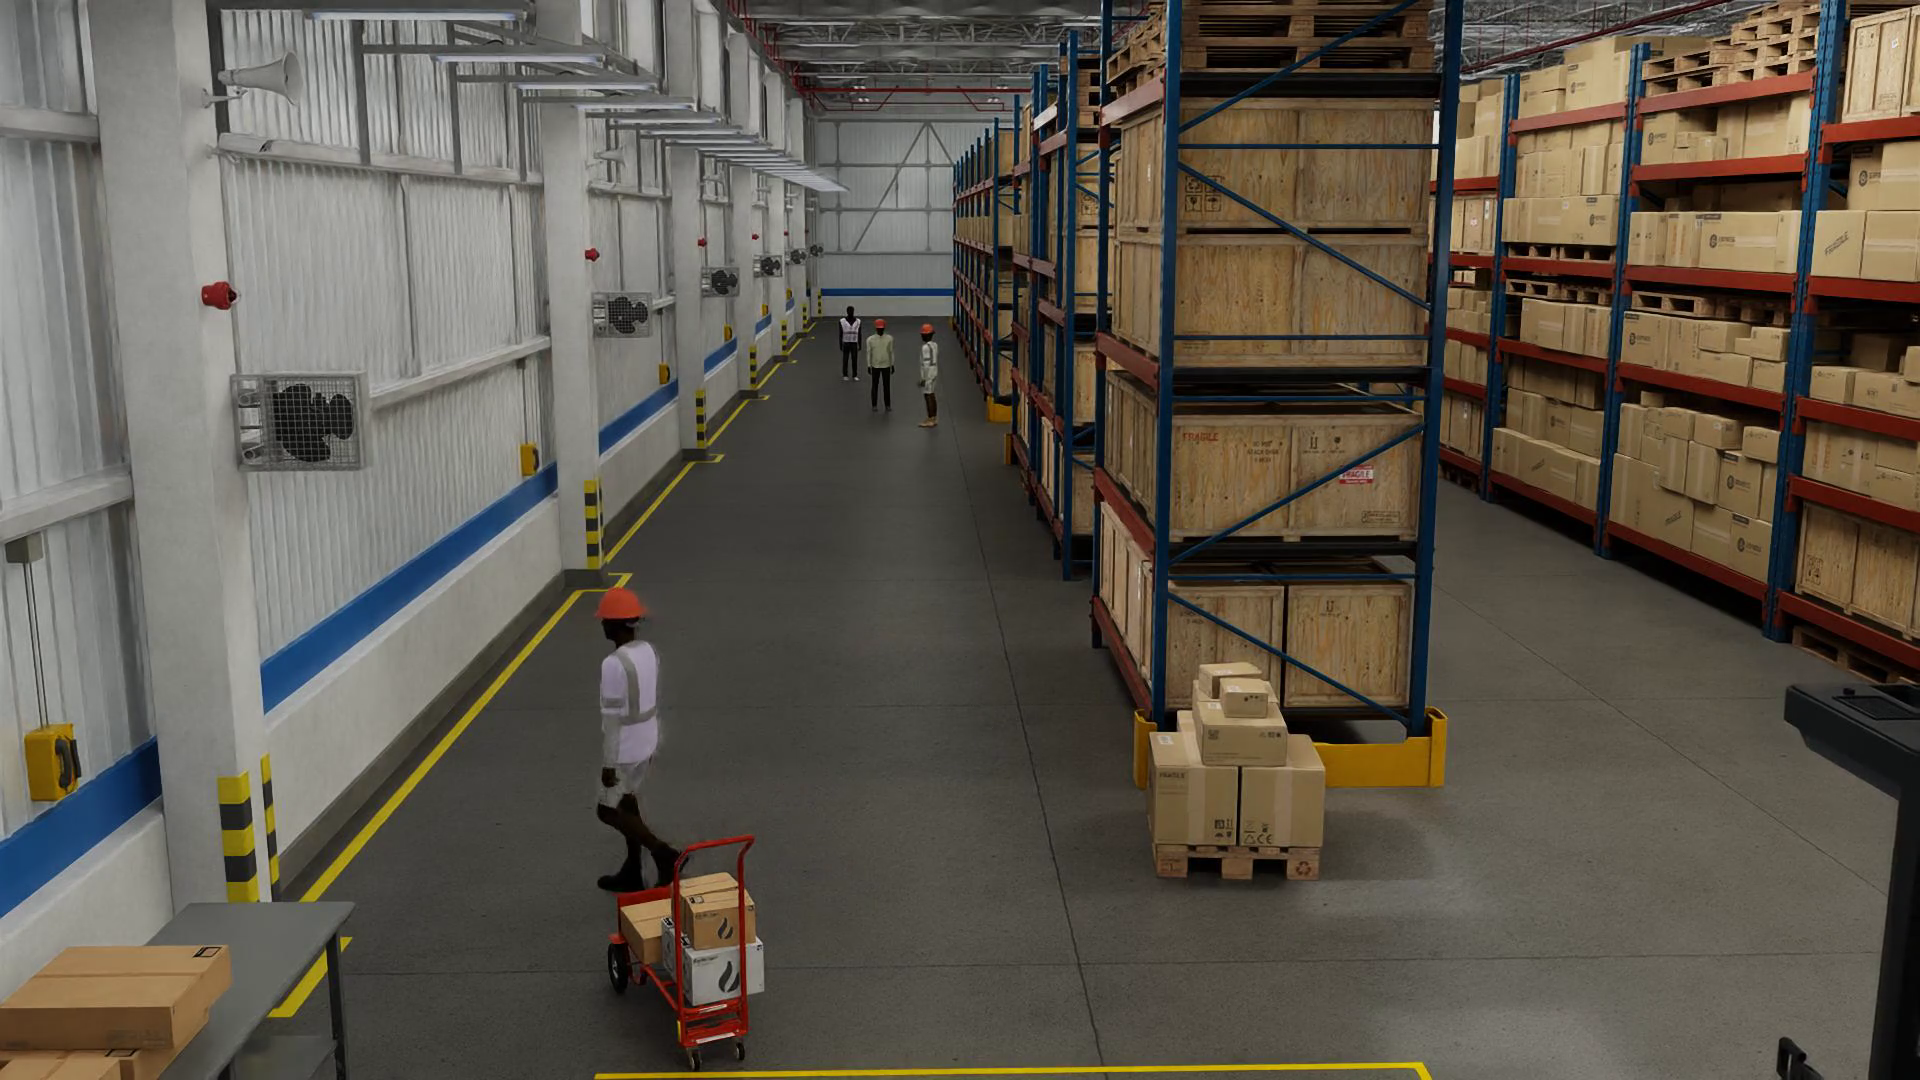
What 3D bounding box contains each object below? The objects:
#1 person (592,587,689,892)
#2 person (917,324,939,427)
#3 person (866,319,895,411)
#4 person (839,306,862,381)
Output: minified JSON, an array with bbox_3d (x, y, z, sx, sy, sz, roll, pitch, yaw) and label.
[{"bbox_3d":[-1.941,1.230,9.957,0.551,1.917,0.558,3,11,14],"label":"person"},{"bbox_3d":[-0.656,-3.245,32.942,0.404,2.038,0.630,4,12,19],"label":"person"},{"bbox_3d":[-1.700,-3.750,35.697,0.613,1.988,0.404,-3,11,-14],"label":"person"},{"bbox_3d":[-2.804,-5.020,42.497,0.589,1.912,0.398,-4,11,-19],"label":"person"}]
